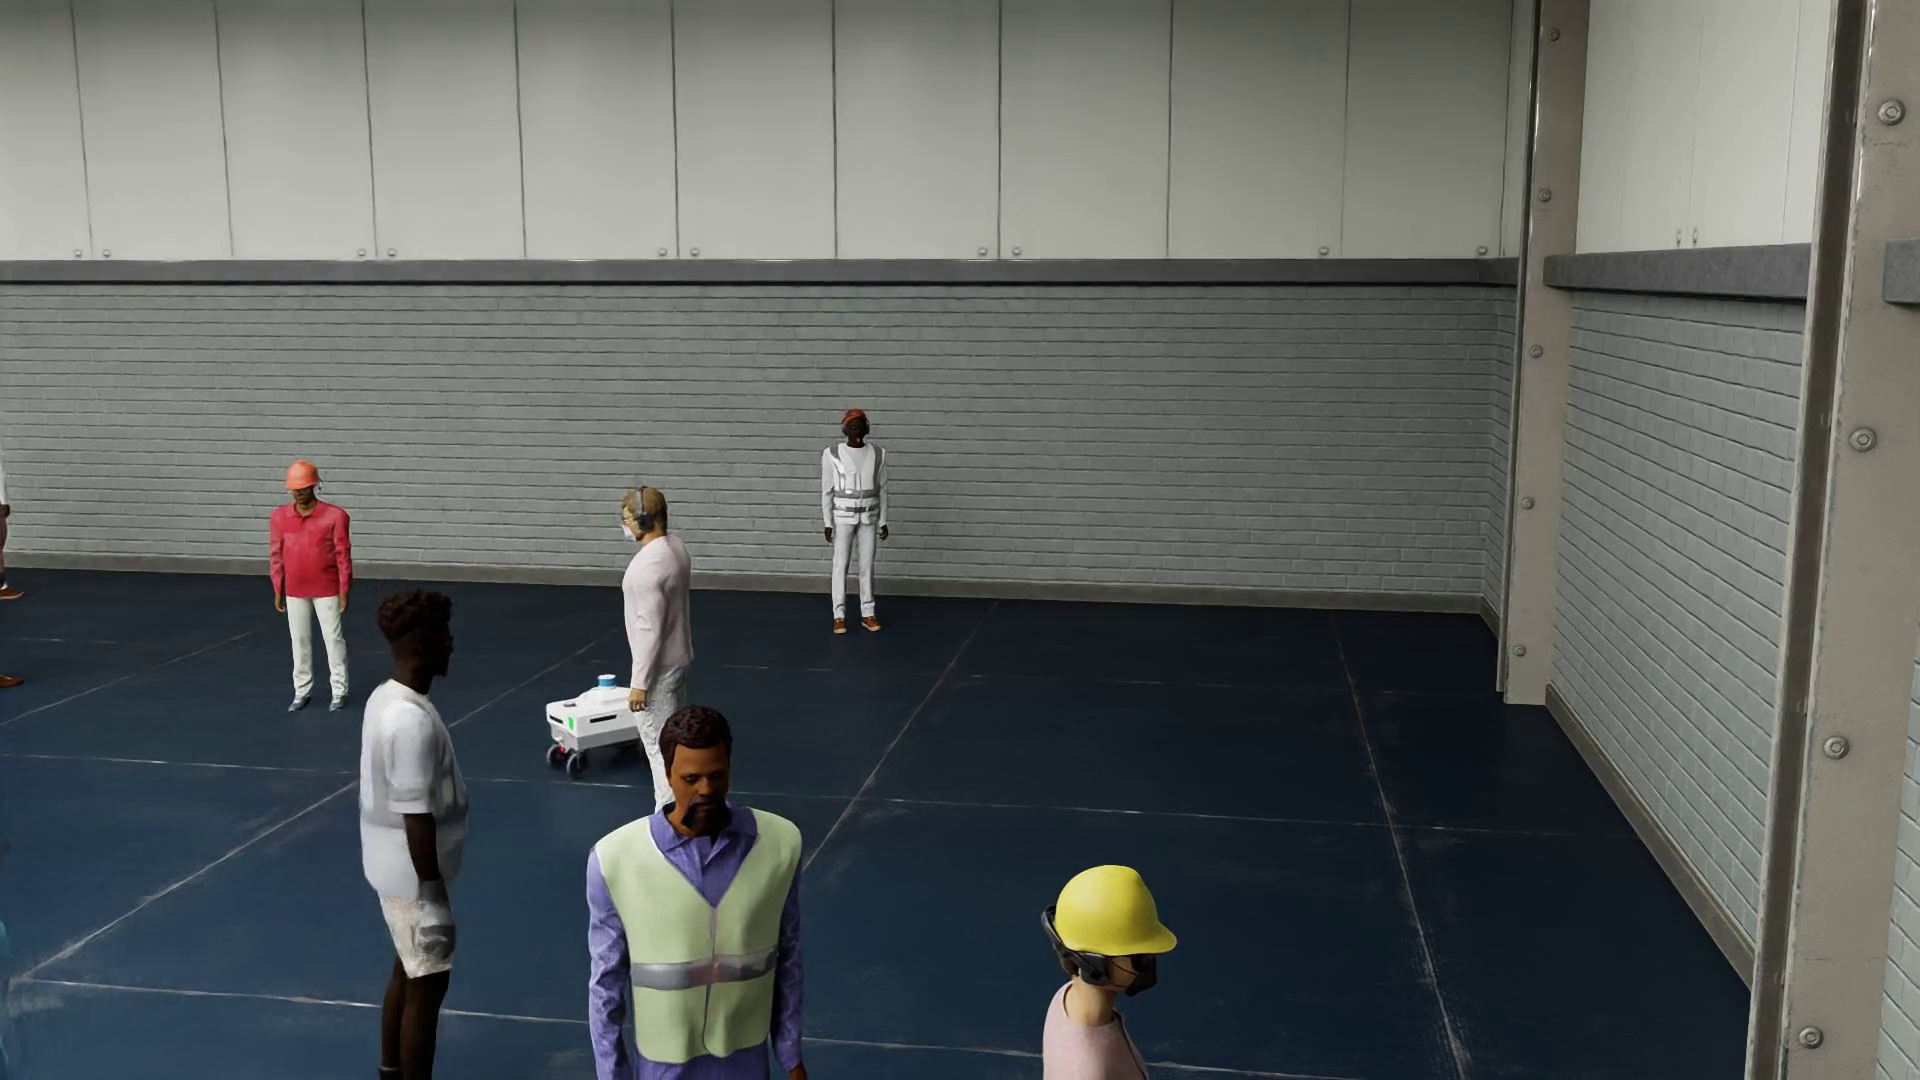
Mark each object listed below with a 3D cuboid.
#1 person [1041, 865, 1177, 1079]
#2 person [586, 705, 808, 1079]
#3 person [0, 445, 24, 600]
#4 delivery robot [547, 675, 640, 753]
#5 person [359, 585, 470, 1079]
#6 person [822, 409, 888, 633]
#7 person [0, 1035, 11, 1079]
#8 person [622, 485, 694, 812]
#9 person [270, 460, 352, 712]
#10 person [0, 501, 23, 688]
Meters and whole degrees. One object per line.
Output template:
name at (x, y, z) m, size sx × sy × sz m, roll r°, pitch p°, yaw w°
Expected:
person at (0.308, 1.567, 3.679) m, size 0.310 × 1.768 × 0.533 m, roll 0°, pitch 9°, yaw 2°
person at (-0.687, 1.369, 4.433) m, size 0.592 × 1.919 × 0.392 m, roll -5°, pitch 10°, yaw -26°
person at (-8.988, -0.382, 15.337) m, size 0.583 × 1.882 × 0.337 m, roll 5°, pitch 10°, yaw 27°
delivery robot at (-2.155, 1.069, 10.183) m, size 0.707 × 0.478 × 0.477 m, roll -8°, pitch 12°, yaw -40°
person at (-1.887, 1.126, 5.788) m, size 0.362 × 1.963 × 0.635 m, roll -4°, pitch 10°, yaw -24°
person at (-0.875, -0.159, 13.968) m, size 0.575 × 1.883 × 0.355 m, roll -4°, pitch 10°, yaw -21°
person at (-2.834, 1.521, 4.487) m, size 0.522 × 1.593 × 0.829 m, roll 4°, pitch 10°, yaw 23°
person at (-1.573, 0.675, 8.665) m, size 0.356 × 1.936 × 0.635 m, roll 1°, pitch 9°, yaw 5°
person at (-4.462, 0.318, 11.439) m, size 0.565 × 1.745 × 0.348 m, roll 0°, pitch 9°, yaw 1°
person at (-7.114, 0.145, 12.057) m, size 0.647 × 1.901 × 0.402 m, roll 6°, pitch 11°, yaw 35°
